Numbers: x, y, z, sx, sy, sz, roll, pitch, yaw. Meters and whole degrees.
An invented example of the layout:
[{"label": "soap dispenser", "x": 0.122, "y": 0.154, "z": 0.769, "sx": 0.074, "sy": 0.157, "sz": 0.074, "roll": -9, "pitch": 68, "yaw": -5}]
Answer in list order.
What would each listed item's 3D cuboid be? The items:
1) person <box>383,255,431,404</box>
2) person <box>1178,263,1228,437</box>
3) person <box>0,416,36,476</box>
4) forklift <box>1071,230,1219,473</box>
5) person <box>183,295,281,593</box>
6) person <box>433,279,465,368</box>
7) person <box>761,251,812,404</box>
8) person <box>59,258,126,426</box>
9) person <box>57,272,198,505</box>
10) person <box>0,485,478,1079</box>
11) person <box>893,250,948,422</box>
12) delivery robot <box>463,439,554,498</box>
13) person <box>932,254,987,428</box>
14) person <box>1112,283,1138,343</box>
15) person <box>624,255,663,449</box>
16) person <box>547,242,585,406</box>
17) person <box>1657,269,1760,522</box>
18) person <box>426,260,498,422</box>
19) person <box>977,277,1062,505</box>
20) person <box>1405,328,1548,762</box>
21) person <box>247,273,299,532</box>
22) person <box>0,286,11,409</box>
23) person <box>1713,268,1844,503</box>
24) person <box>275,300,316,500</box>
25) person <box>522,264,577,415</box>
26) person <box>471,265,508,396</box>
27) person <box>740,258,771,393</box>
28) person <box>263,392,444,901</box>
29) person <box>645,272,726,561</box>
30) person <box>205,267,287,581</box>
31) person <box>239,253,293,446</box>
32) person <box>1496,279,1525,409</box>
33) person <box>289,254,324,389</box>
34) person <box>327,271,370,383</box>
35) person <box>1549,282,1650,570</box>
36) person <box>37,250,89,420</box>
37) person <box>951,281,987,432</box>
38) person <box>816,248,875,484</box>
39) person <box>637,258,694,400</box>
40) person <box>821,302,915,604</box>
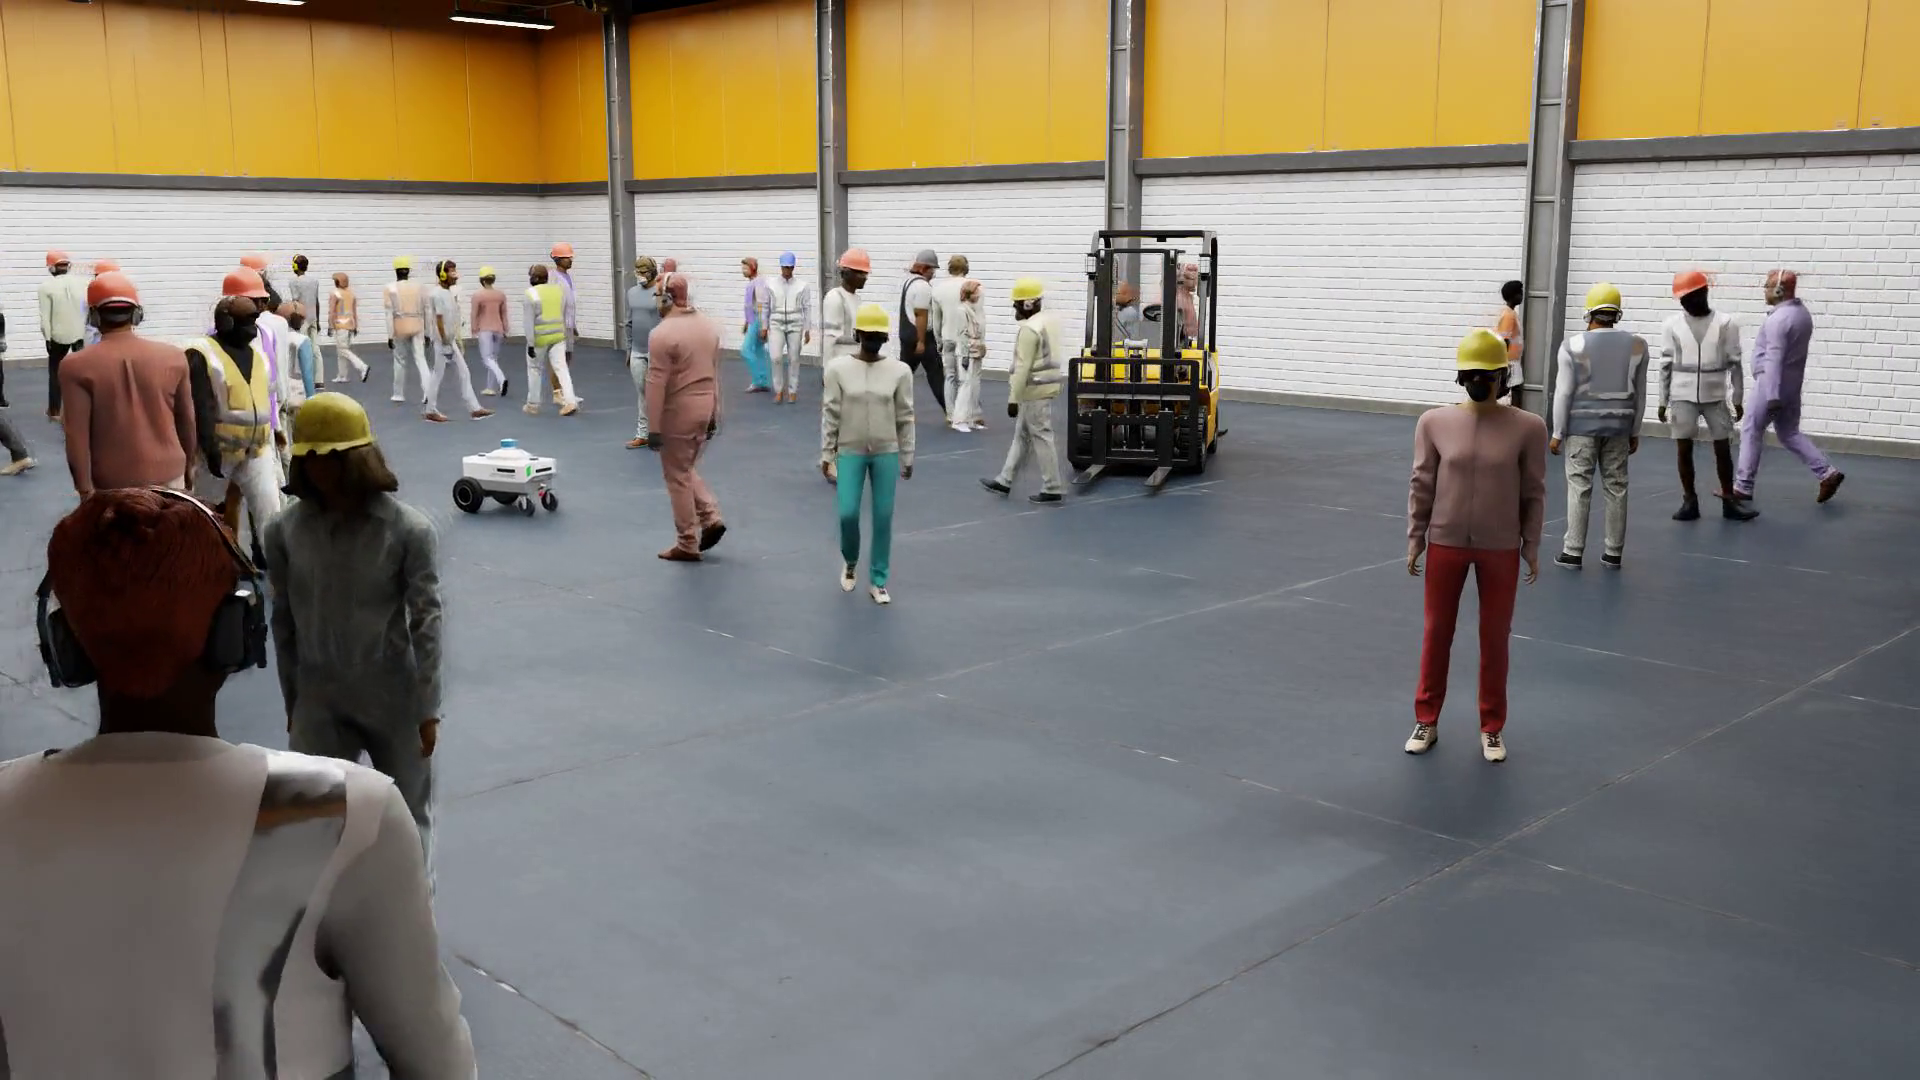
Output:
[{"label": "person", "x": -6.991, "y": -2.664, "z": 21.119, "sx": 0.606, "sy": 1.884, "sz": 0.984, "roll": -9, "pitch": 13, "yaw": -39}, {"label": "person", "x": 2.273, "y": -1.914, "z": 17.151, "sx": 0.985, "sy": 1.855, "sz": 0.687, "roll": 3, "pitch": 11, "yaw": 15}, {"label": "person", "x": -8.689, "y": -1.430, "z": 14.613, "sx": 0.927, "sy": 1.802, "sz": 0.496, "roll": -1, "pitch": 10, "yaw": -4}, {"label": "forklift", "x": 1.804, "y": -1.825, "z": 15.677, "sx": 1.214, "sy": 2.155, "sz": 2.313, "roll": 2, "pitch": 11, "yaw": 13}, {"label": "person", "x": -4.306, "y": -0.544, "z": 9.818, "sx": 1.008, "sy": 1.790, "sz": 0.627, "roll": 6, "pitch": 12, "yaw": 30}, {"label": "person", "x": -8.301, "y": -3.622, "z": 27.118, "sx": 0.510, "sy": 1.602, "sz": 0.817, "roll": 0, "pitch": 10, "yaw": -2}, {"label": "person", "x": -2.191, "y": -2.671, "z": 21.008, "sx": 0.644, "sy": 1.923, "sz": 0.658, "roll": -1, "pitch": 10, "yaw": -4}, {"label": "person", "x": -8.952, "y": -1.955, "z": 17.191, "sx": 0.832, "sy": 1.909, "sz": 0.546, "roll": -2, "pitch": 11, "yaw": -11}, {"label": "person", "x": -4.090, "y": -0.335, "z": 8.212, "sx": 0.626, "sy": 1.941, "sz": 1.028, "roll": -8, "pitch": 13, "yaw": -37}, {"label": "person", "x": -0.885, "y": 0.847, "z": 2.048, "sx": 0.591, "sy": 1.843, "sz": 0.889, "roll": 0, "pitch": 10, "yaw": 2}, {"label": "person", "x": -0.443, "y": -2.336, "z": 18.881, "sx": 1.058, "sy": 2.000, "sz": 0.692, "roll": -4, "pitch": 11, "yaw": -19}, {"label": "delivery robot", "x": -3.490, "y": -0.536, "z": 12.865, "sx": 0.707, "sy": 0.478, "sz": 0.477, "roll": 5, "pitch": 12, "yaw": 26}, {"label": "person", "x": 0.008, "y": -2.182, "z": 18.364, "sx": 0.657, "sy": 1.929, "sz": 0.442, "roll": 5, "pitch": 12, "yaw": 26}, {"label": "person", "x": 1.740, "y": -2.008, "z": 18.260, "sx": 0.570, "sy": 1.612, "sz": 0.523, "roll": -3, "pitch": 11, "yaw": -17}, {"label": "person", "x": -3.080, "y": -1.854, "z": 16.541, "sx": 0.629, "sy": 1.937, "sz": 0.373, "roll": 6, "pitch": 12, "yaw": 30}, {"label": "person", "x": -4.962, "y": -2.707, "z": 20.897, "sx": 0.377, "sy": 2.045, "sz": 0.605, "roll": 2, "pitch": 11, "yaw": 10}, {"label": "person", "x": 5.580, "y": -1.060, "z": 12.358, "sx": 0.759, "sy": 1.883, "sz": 0.424, "roll": 5, "pitch": 11, "yaw": 24}, {"label": "person", "x": -5.735, "y": -2.252, "z": 18.964, "sx": 0.896, "sy": 1.835, "sz": 0.563, "roll": 1, "pitch": 10, "yaw": 3}, {"label": "person", "x": 0.465, "y": -1.178, "z": 13.212, "sx": 0.798, "sy": 1.795, "sz": 0.611, "roll": 3, "pitch": 11, "yaw": 17}, {"label": "person", "x": 2.082, "y": 0.027, "z": 6.745, "sx": 0.533, "sy": 1.767, "sz": 0.327, "roll": 4, "pitch": 11, "yaw": 20}, {"label": "person", "x": -5.010, "y": -0.985, "z": 12.002, "sx": 0.328, "sy": 1.865, "sz": 0.520, "roll": 1, "pitch": 10, "yaw": 3}, {"label": "person", "x": -11.845, "y": -2.501, "z": 20.082, "sx": 0.617, "sy": 1.935, "sz": 0.900, "roll": -2, "pitch": 11, "yaw": -9}, {"label": "person", "x": 6.578, "y": -1.217, "z": 13.235, "sx": 0.647, "sy": 1.876, "sz": 0.845, "roll": -9, "pitch": 14, "yaw": -41}, {"label": "person", "x": -5.283, "y": -1.075, "z": 13.113, "sx": 0.550, "sy": 1.621, "sz": 0.377, "roll": 4, "pitch": 11, "yaw": 21}, {"label": "person", "x": -4.903, "y": -2.370, "z": 19.748, "sx": 0.966, "sy": 1.799, "sz": 0.631, "roll": 10, "pitch": 14, "yaw": 43}, {"label": "person", "x": -6.193, "y": -2.761, "z": 22.020, "sx": 0.746, "sy": 1.744, "sz": 0.527, "roll": 9, "pitch": 14, "yaw": 42}, {"label": "person", "x": -2.813, "y": -2.904, "z": 22.580, "sx": 0.535, "sy": 1.826, "sz": 0.590, "roll": -2, "pitch": 11, "yaw": -10}, {"label": "person", "x": -1.655, "y": 0.462, "z": 4.511, "sx": 0.507, "sy": 1.705, "sz": 0.834, "roll": 0, "pitch": 10, "yaw": 0}, {"label": "person", "x": -1.851, "y": -0.797, "z": 10.887, "sx": 0.424, "sy": 1.889, "sz": 0.667, "roll": 5, "pitch": 12, "yaw": 26}, {"label": "person", "x": -4.409, "y": -0.722, "z": 10.363, "sx": 0.379, "sy": 1.937, "sz": 0.548, "roll": 4, "pitch": 11, "yaw": 19}, {"label": "person", "x": -6.837, "y": -1.792, "z": 16.159, "sx": 0.972, "sy": 1.949, "sz": 0.649, "roll": -6, "pitch": 12, "yaw": -28}, {"label": "person", "x": 5.786, "y": -1.924, "z": 17.640, "sx": 0.746, "sy": 1.677, "sz": 0.541, "roll": 3, "pitch": 11, "yaw": 18}, {"label": "person", "x": -9.032, "y": -2.992, "z": 22.920, "sx": 0.326, "sy": 1.874, "sz": 0.519, "roll": 5, "pitch": 11, "yaw": 25}, {"label": "person", "x": -8.824, "y": -3.053, "z": 23.944, "sx": 0.691, "sy": 1.615, "sz": 0.517, "roll": 3, "pitch": 11, "yaw": 15}, {"label": "person", "x": 4.063, "y": -0.719, "z": 10.626, "sx": 0.587, "sy": 1.835, "sz": 0.404, "roll": 0, "pitch": 10, "yaw": 0}, {"label": "person", "x": -10.281, "y": -2.340, "z": 19.143, "sx": 0.914, "sy": 1.956, "sz": 0.642, "roll": 10, "pitch": 14, "yaw": 43}, {"label": "person", "x": 0.113, "y": -1.995, "z": 18.162, "sx": 0.349, "sy": 1.636, "sz": 0.528, "roll": 3, "pitch": 11, "yaw": 14}, {"label": "person", "x": -0.956, "y": -1.468, "z": 14.207, "sx": 0.471, "sy": 2.015, "sz": 0.643, "roll": 3, "pitch": 11, "yaw": 16}, {"label": "person", "x": -3.580, "y": -2.558, "z": 20.634, "sx": 1.039, "sy": 1.845, "sz": 0.653, "roll": 9, "pitch": 14, "yaw": 42}, {"label": "person", "x": -0.524, "y": -0.497, "z": 9.628, "sx": 0.550, "sy": 1.750, "sz": 0.378, "roll": -2, "pitch": 11, "yaw": -10}]
